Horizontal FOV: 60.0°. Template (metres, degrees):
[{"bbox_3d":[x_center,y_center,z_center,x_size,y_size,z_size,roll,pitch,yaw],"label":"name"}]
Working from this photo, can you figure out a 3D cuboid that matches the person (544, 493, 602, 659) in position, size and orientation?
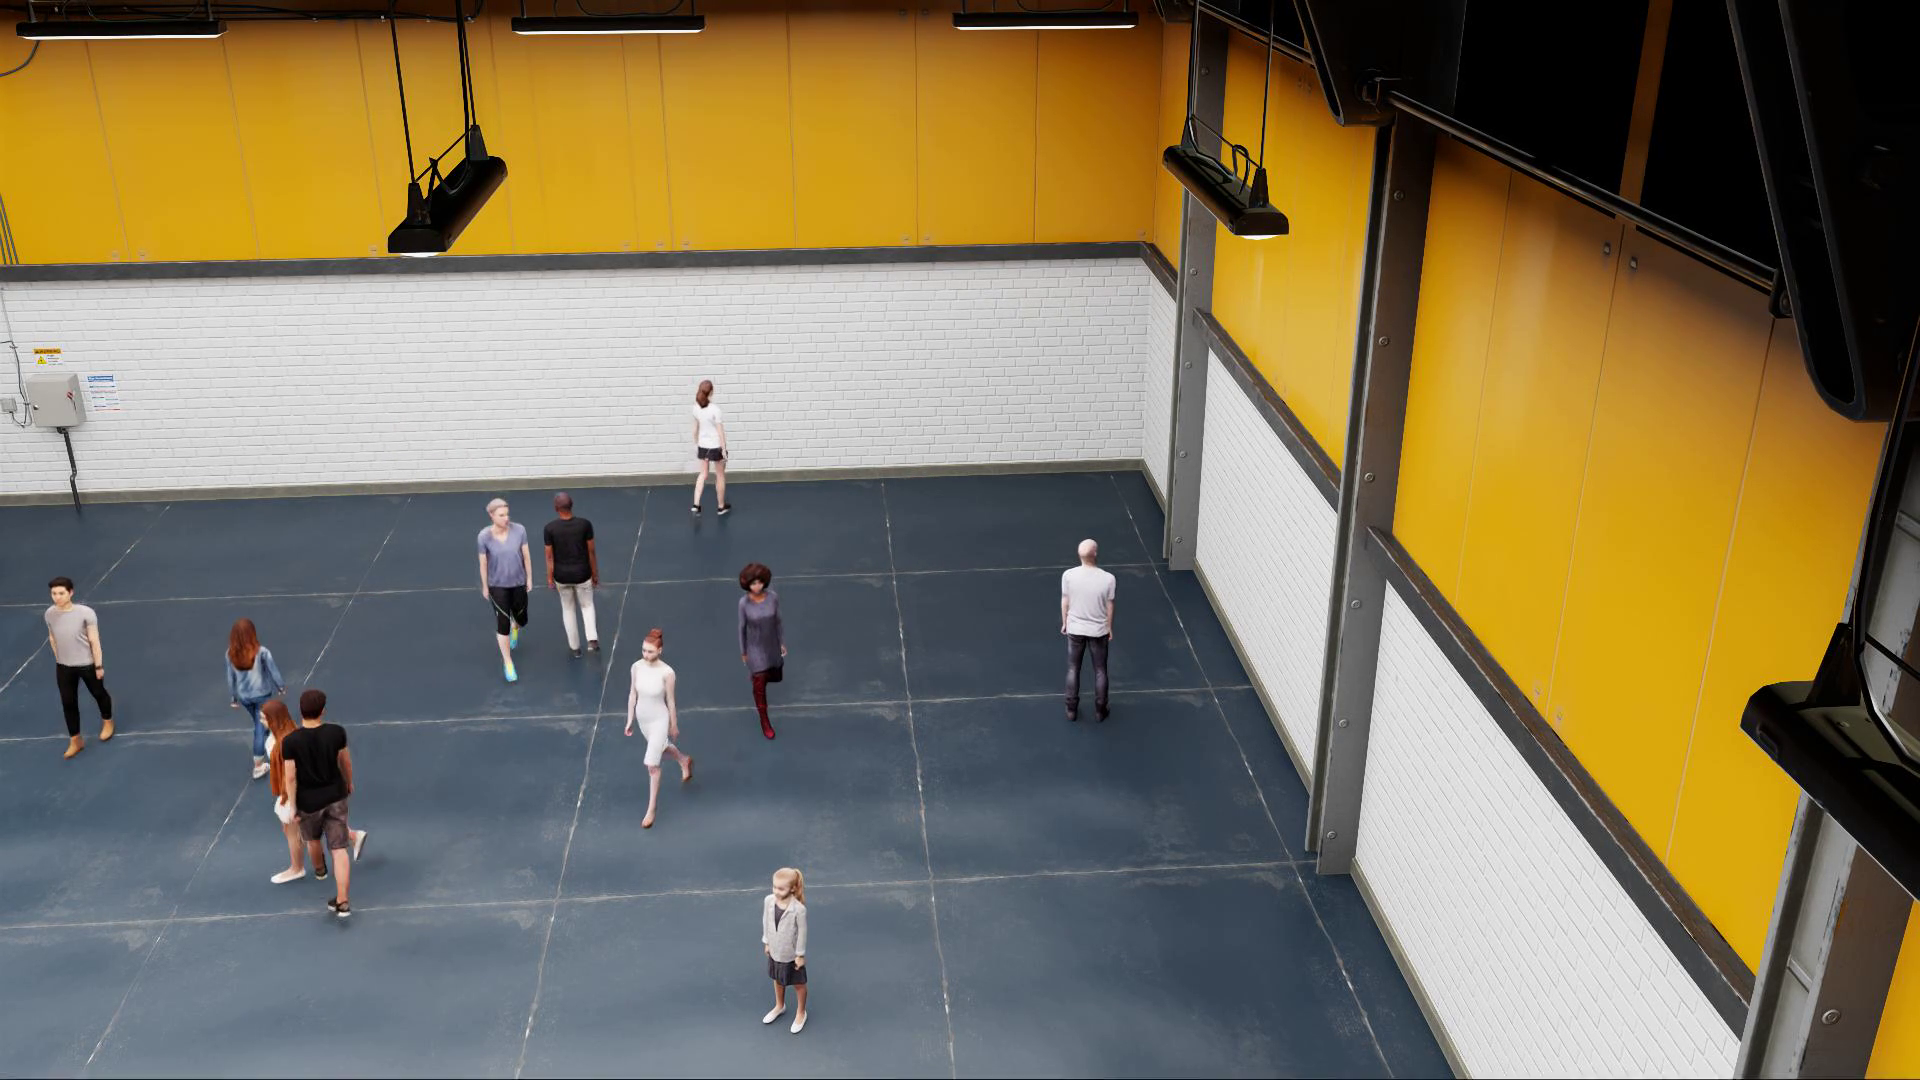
[{"bbox_3d":[-3.880,0.409,16.711,0.761,1.787,0.850,-7,25,-16],"label":"person"}]

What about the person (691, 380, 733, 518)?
[{"bbox_3d":[-3.056,-1.077,20.166,0.808,1.741,0.981,8,25,18],"label":"person"}]

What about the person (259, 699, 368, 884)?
[{"bbox_3d":[-5.209,1.965,13.276,0.883,1.688,1.023,-9,25,-19],"label":"person"}]

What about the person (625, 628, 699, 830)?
[{"bbox_3d":[-2.540,1.540,14.167,0.981,1.752,1.179,12,26,26],"label":"person"}]

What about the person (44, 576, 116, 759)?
[{"bbox_3d":[-8.055,1.082,15.278,0.636,1.703,0.910,-1,24,-2],"label":"person"}]

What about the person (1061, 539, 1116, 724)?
[{"bbox_3d":[1.197,0.852,15.643,0.713,1.831,0.676,4,24,10],"label":"person"}]

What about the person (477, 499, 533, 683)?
[{"bbox_3d":[-4.537,0.432,16.575,0.895,1.853,1.145,-11,26,-23],"label":"person"}]

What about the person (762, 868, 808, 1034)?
[{"bbox_3d":[-1.225,2.866,11.728,0.597,1.276,0.640,11,26,24],"label":"person"}]

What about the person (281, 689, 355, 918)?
[{"bbox_3d":[-4.917,2.073,12.886,1.056,1.802,1.328,-14,27,-30],"label":"person"}]

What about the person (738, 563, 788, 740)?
[{"bbox_3d":[-1.855,0.985,15.507,0.795,1.695,1.002,-11,26,-23],"label":"person"}]

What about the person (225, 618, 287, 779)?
[{"bbox_3d":[-6.304,1.428,14.811,0.648,1.443,1.002,0,24,1],"label":"person"}]
